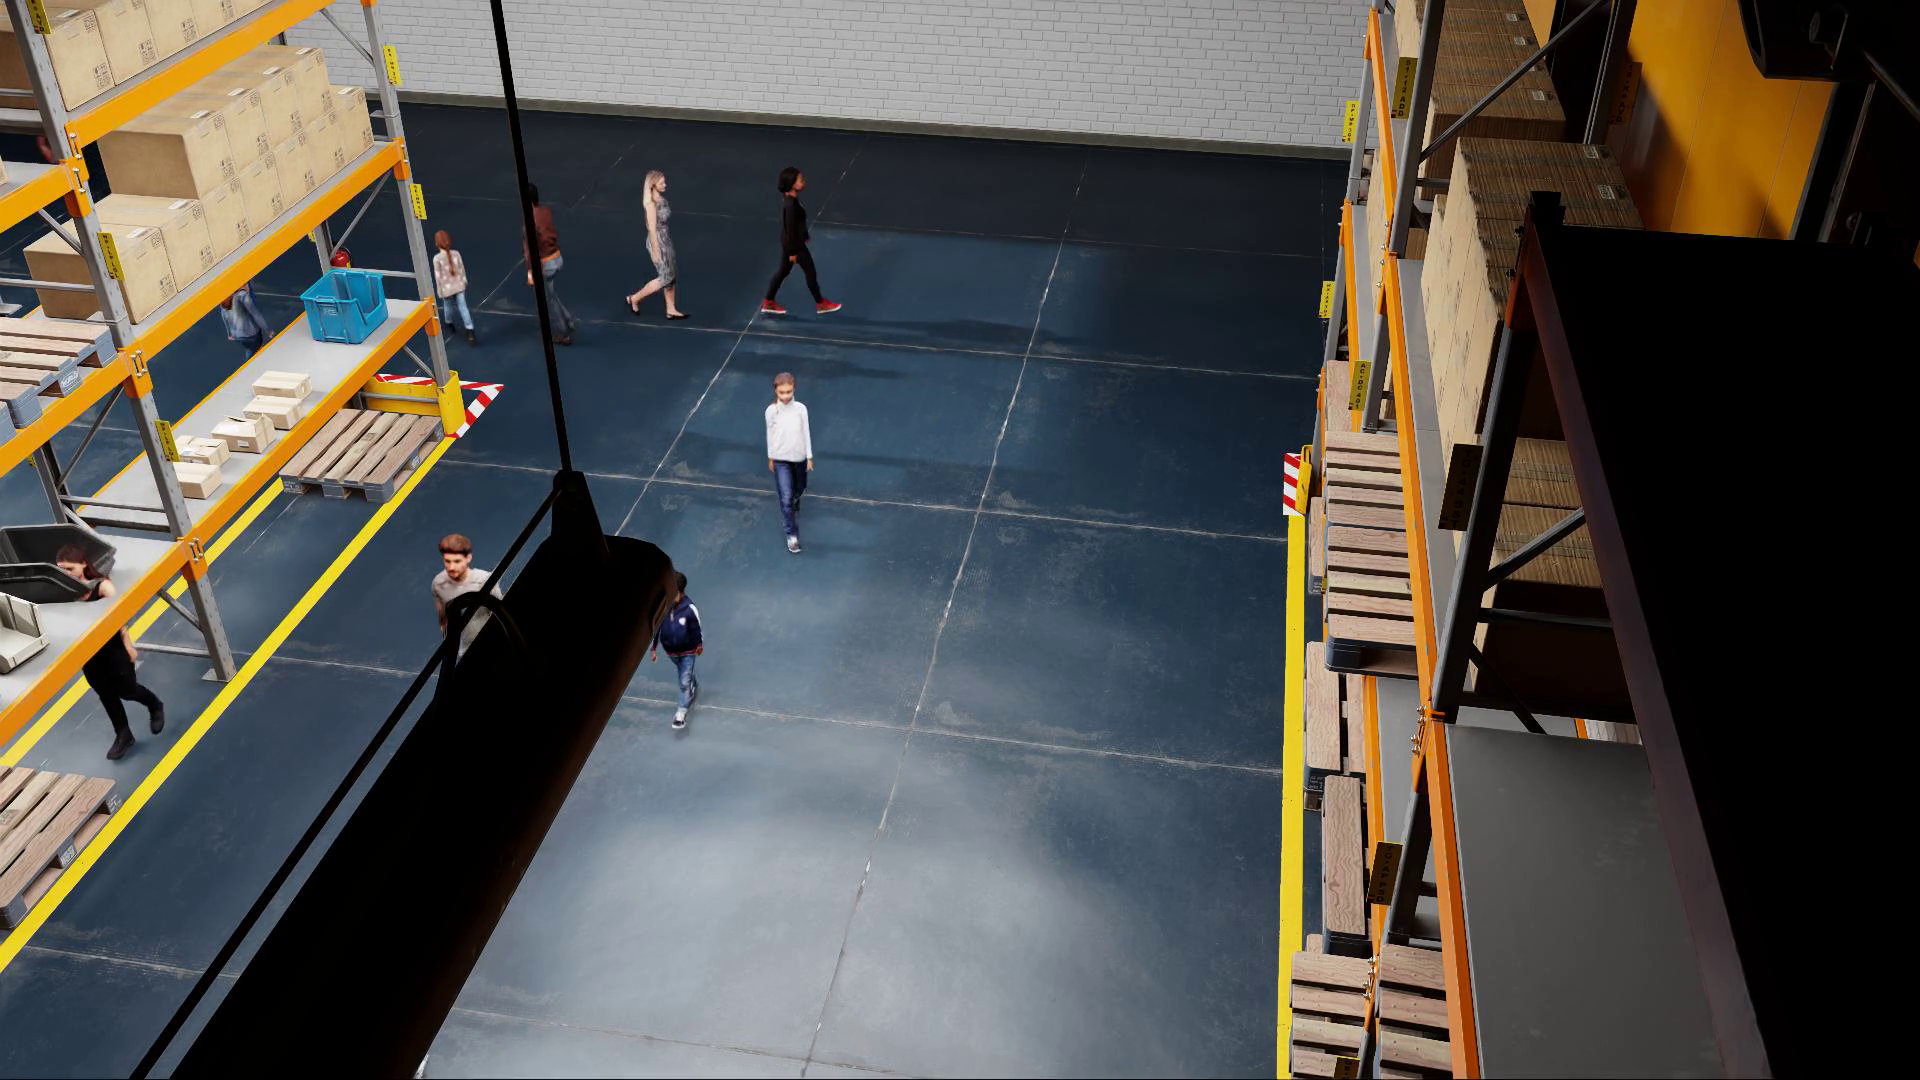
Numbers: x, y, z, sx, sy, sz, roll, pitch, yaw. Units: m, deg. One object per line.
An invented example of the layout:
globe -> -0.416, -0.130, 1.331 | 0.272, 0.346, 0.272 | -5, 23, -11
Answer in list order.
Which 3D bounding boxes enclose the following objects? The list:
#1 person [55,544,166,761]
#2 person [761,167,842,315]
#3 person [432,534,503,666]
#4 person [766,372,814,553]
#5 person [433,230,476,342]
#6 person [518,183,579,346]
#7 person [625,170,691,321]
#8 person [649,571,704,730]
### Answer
person -> -5.938, 0.715, 11.580 | 0.575, 1.686, 0.728 | 5, 34, 8
person -> -1.809, -3.072, 17.319 | 0.934, 1.640, 1.094 | -6, 34, -9
person -> -3.284, 0.710, 11.445 | 0.818, 1.844, 1.249 | 0, 34, 0
person -> -1.425, -0.725, 13.885 | 0.786, 1.532, 1.083 | -7, 34, -11
person -> -5.163, -2.569, 16.982 | 0.829, 1.175, 0.876 | -22, 40, -30
person -> -4.071, -2.735, 16.705 | 0.761, 1.758, 0.591 | 12, 35, 18
person -> -3.197, -3.009, 17.184 | 0.735, 1.686, 0.846 | 0, 34, 0
person -> -2.016, 0.722, 12.021 | 0.535, 1.187, 0.817 | 5, 34, 7
